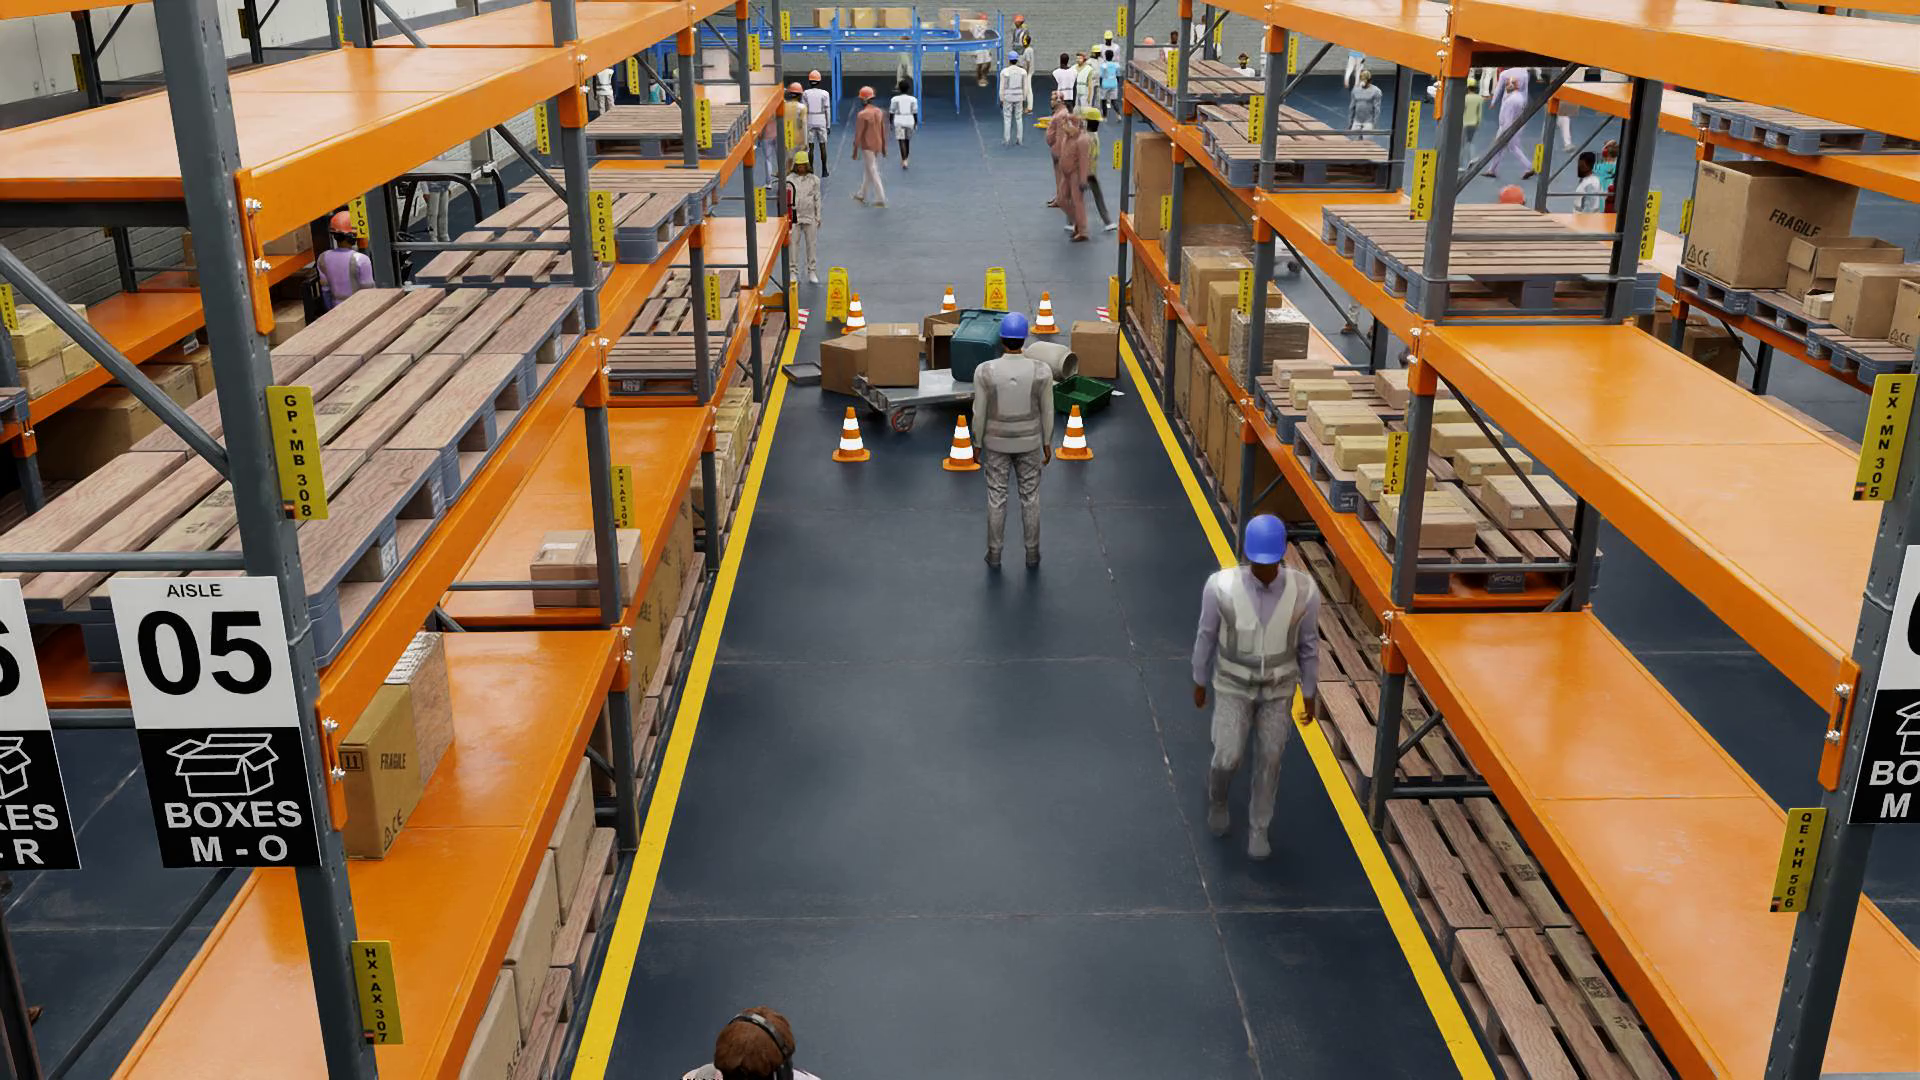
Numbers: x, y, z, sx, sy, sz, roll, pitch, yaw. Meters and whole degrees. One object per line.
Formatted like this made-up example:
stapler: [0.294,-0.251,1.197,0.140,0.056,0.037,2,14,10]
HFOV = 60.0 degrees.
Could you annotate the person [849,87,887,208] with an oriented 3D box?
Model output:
person: [-1.583,-6.574,27.837,0.977,1.952,0.641,14,25,33]

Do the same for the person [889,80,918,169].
person: [-1.082,-8.015,32.085,0.541,1.657,0.887,-5,21,-13]

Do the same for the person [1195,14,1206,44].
person: [7.183,-14.564,49.131,0.564,1.837,0.388,12,24,29]

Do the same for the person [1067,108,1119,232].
person: [2.050,-5.644,25.489,0.938,1.879,0.603,13,24,30]

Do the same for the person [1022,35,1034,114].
person: [1.643,-11.404,40.743,0.331,1.866,0.513,4,21,10]

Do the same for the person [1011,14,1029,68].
person: [1.617,-13.412,45.802,0.374,2.044,0.605,-18,27,-39]

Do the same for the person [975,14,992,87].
person: [0.649,-13.724,46.679,0.650,2.003,0.535,-14,25,-32]

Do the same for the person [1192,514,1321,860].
person: [1.515,0.754,8.507,0.631,1.927,0.459,1,21,2]

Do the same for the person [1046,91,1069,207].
person: [1.634,-6.542,27.834,0.406,1.904,0.664,1,21,4]

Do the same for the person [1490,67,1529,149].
person: [11.513,-9.184,34.872,0.717,1.876,0.983,-5,21,-14]

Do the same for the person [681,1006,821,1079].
person: [-0.564,2.166,4.905,0.629,1.842,0.429,6,22,15]

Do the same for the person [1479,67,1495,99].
person: [13.983,-12.644,43.932,0.375,1.933,0.625,-3,21,-8]

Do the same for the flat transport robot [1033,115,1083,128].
flat transport robot: [2.402,-9.644,38.305,0.652,0.197,1.431,18,27,40]

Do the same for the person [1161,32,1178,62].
person: [5.343,-11.741,41.621,0.616,1.887,0.810,0,21,-1]

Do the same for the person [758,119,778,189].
person: [-3.355,-7.157,29.653,0.529,1.767,0.329,-6,22,-17]

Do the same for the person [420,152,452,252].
person: [-7.616,-5.134,24.218,0.404,1.827,0.600,7,22,19]

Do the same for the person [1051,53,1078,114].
person: [2.186,-9.223,34.902,0.592,1.919,0.392,-10,23,-25]

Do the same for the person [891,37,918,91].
person: [-1.491,-13.172,45.782,0.799,1.601,0.510,6,22,15]

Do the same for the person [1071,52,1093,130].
person: [2.652,-9.727,36.353,0.561,1.837,0.389,18,27,40]

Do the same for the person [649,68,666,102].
person: [-5.964,-8.266,32.480,0.507,1.842,0.351,9,22,22]

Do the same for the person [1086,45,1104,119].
person: [3.211,-10.838,39.421,0.488,1.742,0.299,-11,23,-27]

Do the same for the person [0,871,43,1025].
person: [-4.343,1.433,7.132,0.509,1.632,0.266,-2,21,-5]

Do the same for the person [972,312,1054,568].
person: [0.393,-0.737,12.429,0.617,1.946,0.396,-1,21,-3]

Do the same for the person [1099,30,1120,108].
person: [3.739,-11.920,42.068,0.597,1.901,0.816,3,21,7]

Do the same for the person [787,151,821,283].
person: [-2.084,-4.280,22.079,0.483,1.745,0.302,-3,21,-7]

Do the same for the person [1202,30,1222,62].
person: [6.064,-11.579,40.960,0.683,2.000,0.536,-16,26,-35]

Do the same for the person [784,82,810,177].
person: [-2.821,-7.017,29.088,0.569,1.901,0.835,10,23,25]

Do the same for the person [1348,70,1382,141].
person: [7.550,-7.797,31.129,0.645,1.926,0.388,19,28,41]

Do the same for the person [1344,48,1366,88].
person: [11.046,-13.519,46.410,0.634,1.815,0.781,15,25,34]

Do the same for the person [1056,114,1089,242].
person: [1.701,-5.418,24.906,0.458,1.872,0.736,-9,22,-22]

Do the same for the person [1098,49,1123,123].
person: [3.476,-10.591,38.859,0.568,1.687,0.426,-9,22,-22]

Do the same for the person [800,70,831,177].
person: [-2.679,-7.734,30.940,0.552,1.937,0.356,-1,21,-3]

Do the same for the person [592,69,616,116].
person: [-7.966,-9.980,37.294,0.522,1.640,0.312,-5,21,-14]

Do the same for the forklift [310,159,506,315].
forklift: [-5.622,-2.910,17.832,2.313,2.155,1.214,-1,21,-1]

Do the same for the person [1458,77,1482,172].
person: [9.601,-7.874,31.550,0.544,1.754,0.357,-5,21,-13]

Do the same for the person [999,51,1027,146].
person: [1.119,-9.322,35.146,0.601,1.939,0.410,-7,22,-17]

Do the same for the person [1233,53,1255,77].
person: [6.008,-9.434,35.527,0.530,1.871,0.323,7,22,18]

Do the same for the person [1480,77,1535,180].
person: [10.225,-7.599,30.706,0.967,1.860,0.648,9,22,22]

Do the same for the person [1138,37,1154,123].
person: [4.390,-10.746,38.901,0.358,1.936,0.552,16,26,36]

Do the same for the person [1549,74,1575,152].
person: [12.371,-8.963,34.172,0.609,1.937,1.017,-3,21,-9]

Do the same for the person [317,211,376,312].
person: [-5.800,-2.127,15.972,0.608,2.044,0.371,7,22,18]
